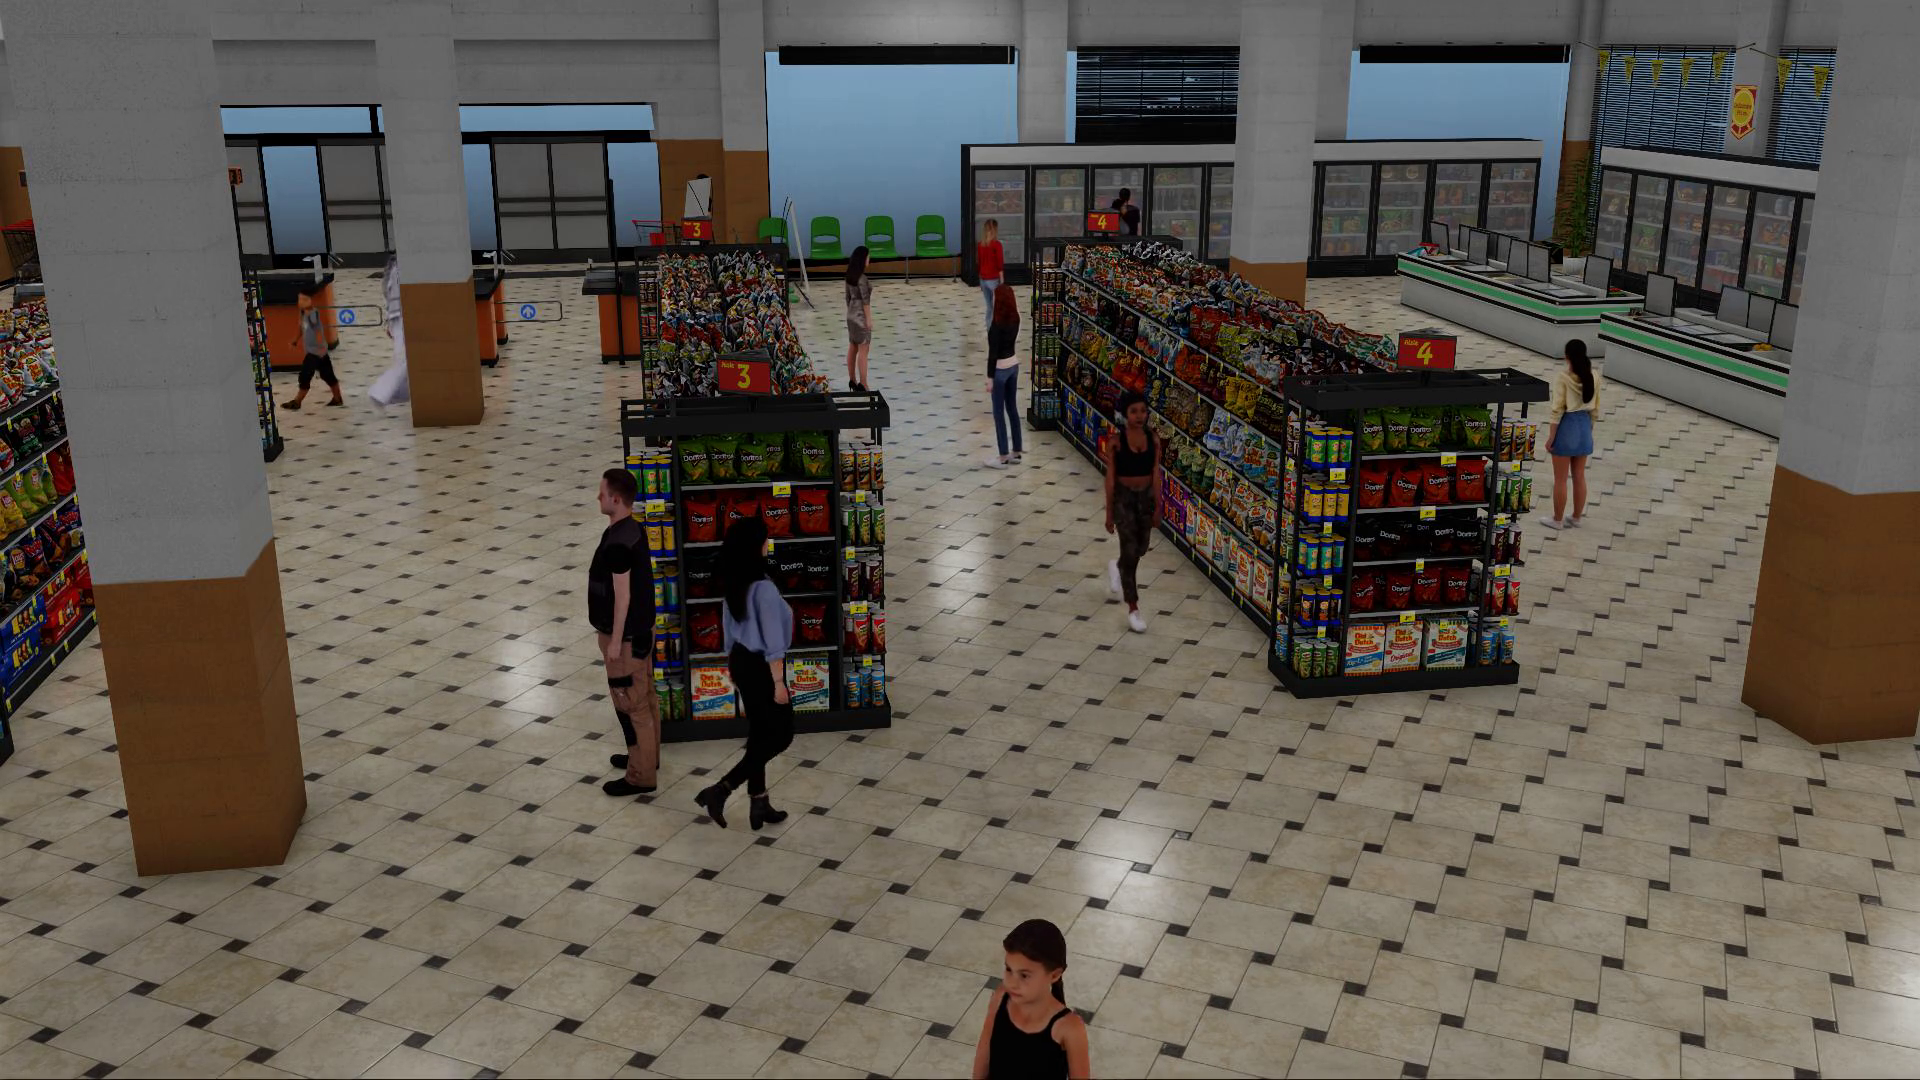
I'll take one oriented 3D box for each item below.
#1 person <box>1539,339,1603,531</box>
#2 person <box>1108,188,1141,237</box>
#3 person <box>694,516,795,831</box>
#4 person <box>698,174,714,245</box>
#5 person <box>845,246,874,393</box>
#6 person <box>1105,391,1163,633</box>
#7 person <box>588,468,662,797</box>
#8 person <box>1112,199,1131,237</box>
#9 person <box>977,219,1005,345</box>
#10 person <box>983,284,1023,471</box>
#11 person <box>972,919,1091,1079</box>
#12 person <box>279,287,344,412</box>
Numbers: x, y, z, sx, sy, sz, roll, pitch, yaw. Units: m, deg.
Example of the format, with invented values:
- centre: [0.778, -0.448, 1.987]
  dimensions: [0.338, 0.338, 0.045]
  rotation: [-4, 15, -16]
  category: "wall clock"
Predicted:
- centre: [5.209, -0.899, 14.154]
  dimensions: [0.653, 1.630, 0.573]
  rotation: [-5, 18, -16]
  category: "person"
- centre: [2.507, -4.483, 25.587]
  dimensions: [0.761, 1.845, 0.644]
  rotation: [-6, 18, -19]
  category: "person"
- centre: [-1.119, 0.740, 8.581]
  dimensions: [0.906, 1.731, 0.886]
  rotation: [-13, 21, -36]
  category: "person"
- centre: [-4.717, -5.887, 30.560]
  dimensions: [0.705, 1.642, 0.589]
  rotation: [-13, 21, -37]
  category: "person"
- centre: [-1.182, -2.563, 19.442]
  dimensions: [0.724, 1.742, 0.589]
  rotation: [-11, 20, -33]
  category: "person"
- centre: [1.208, -0.242, 11.904]
  dimensions: [0.627, 1.680, 1.061]
  rotation: [-4, 17, -14]
  category: "person"
- centre: [-1.832, 0.489, 9.219]
  dimensions: [0.757, 1.842, 0.551]
  rotation: [-1, 17, -4]
  category: "person"
- centre: [2.222, -4.107, 24.537]
  dimensions: [1.087, 1.737, 1.096]
  rotation: [8, 19, 26]
  category: "person"
- centre: [0.395, -3.487, 22.556]
  dimensions: [0.871, 1.700, 0.807]
  rotation: [-15, 23, -41]
  category: "person"
- centre: [0.429, -1.591, 16.168]
  dimensions: [0.699, 1.785, 0.633]
  rotation: [11, 20, 31]
  category: "person"
- centre: [0.269, 1.858, 5.225]
  dimensions: [0.763, 1.544, 0.793]
  rotation: [16, 23, 42]
  category: "person"
- centre: [-7.232, -2.212, 18.828]
  dimensions: [0.868, 1.427, 0.965]
  rotation: [-10, 19, -29]
  category: "person"
